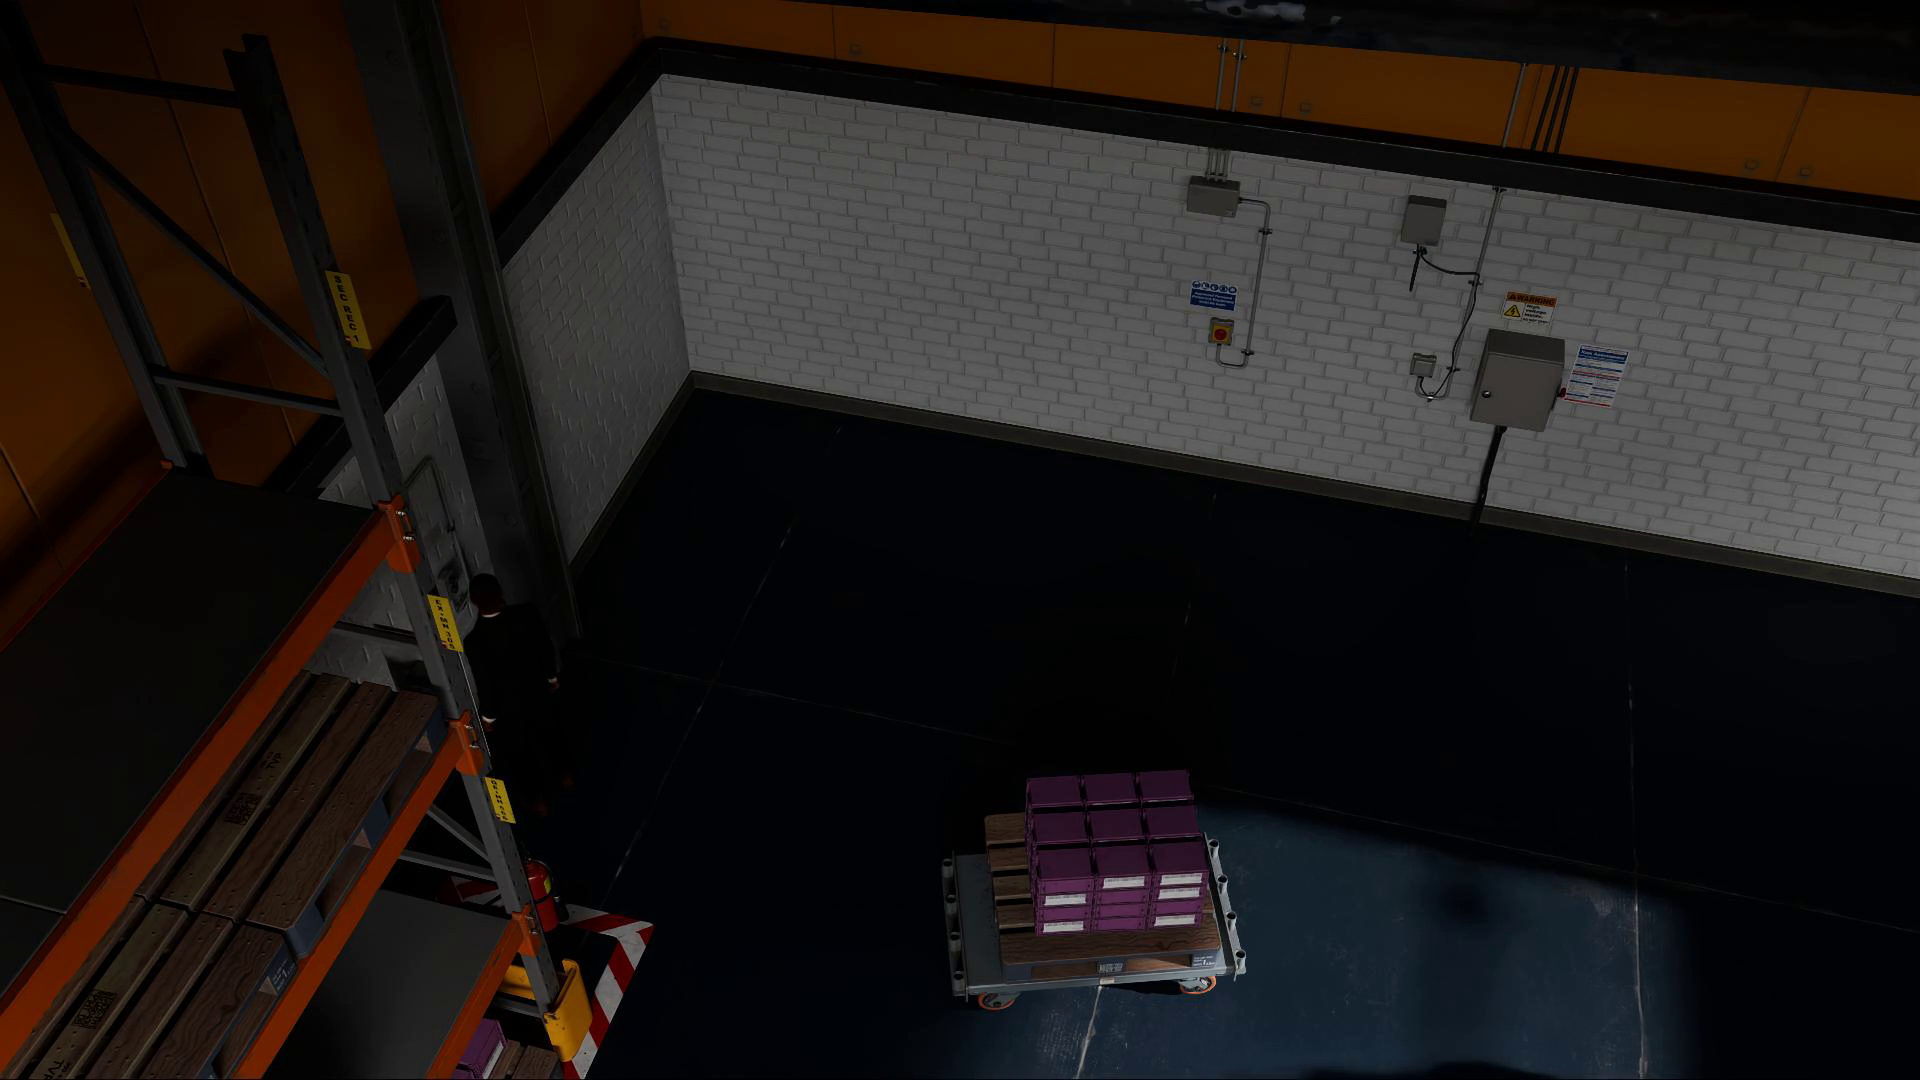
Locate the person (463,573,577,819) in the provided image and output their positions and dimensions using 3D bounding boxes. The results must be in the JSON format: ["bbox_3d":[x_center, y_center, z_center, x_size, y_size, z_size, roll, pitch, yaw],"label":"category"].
[{"bbox_3d":[-2.642,0.916,9.927,0.858,1.904,0.729,33,53,30],"label":"person"}]
